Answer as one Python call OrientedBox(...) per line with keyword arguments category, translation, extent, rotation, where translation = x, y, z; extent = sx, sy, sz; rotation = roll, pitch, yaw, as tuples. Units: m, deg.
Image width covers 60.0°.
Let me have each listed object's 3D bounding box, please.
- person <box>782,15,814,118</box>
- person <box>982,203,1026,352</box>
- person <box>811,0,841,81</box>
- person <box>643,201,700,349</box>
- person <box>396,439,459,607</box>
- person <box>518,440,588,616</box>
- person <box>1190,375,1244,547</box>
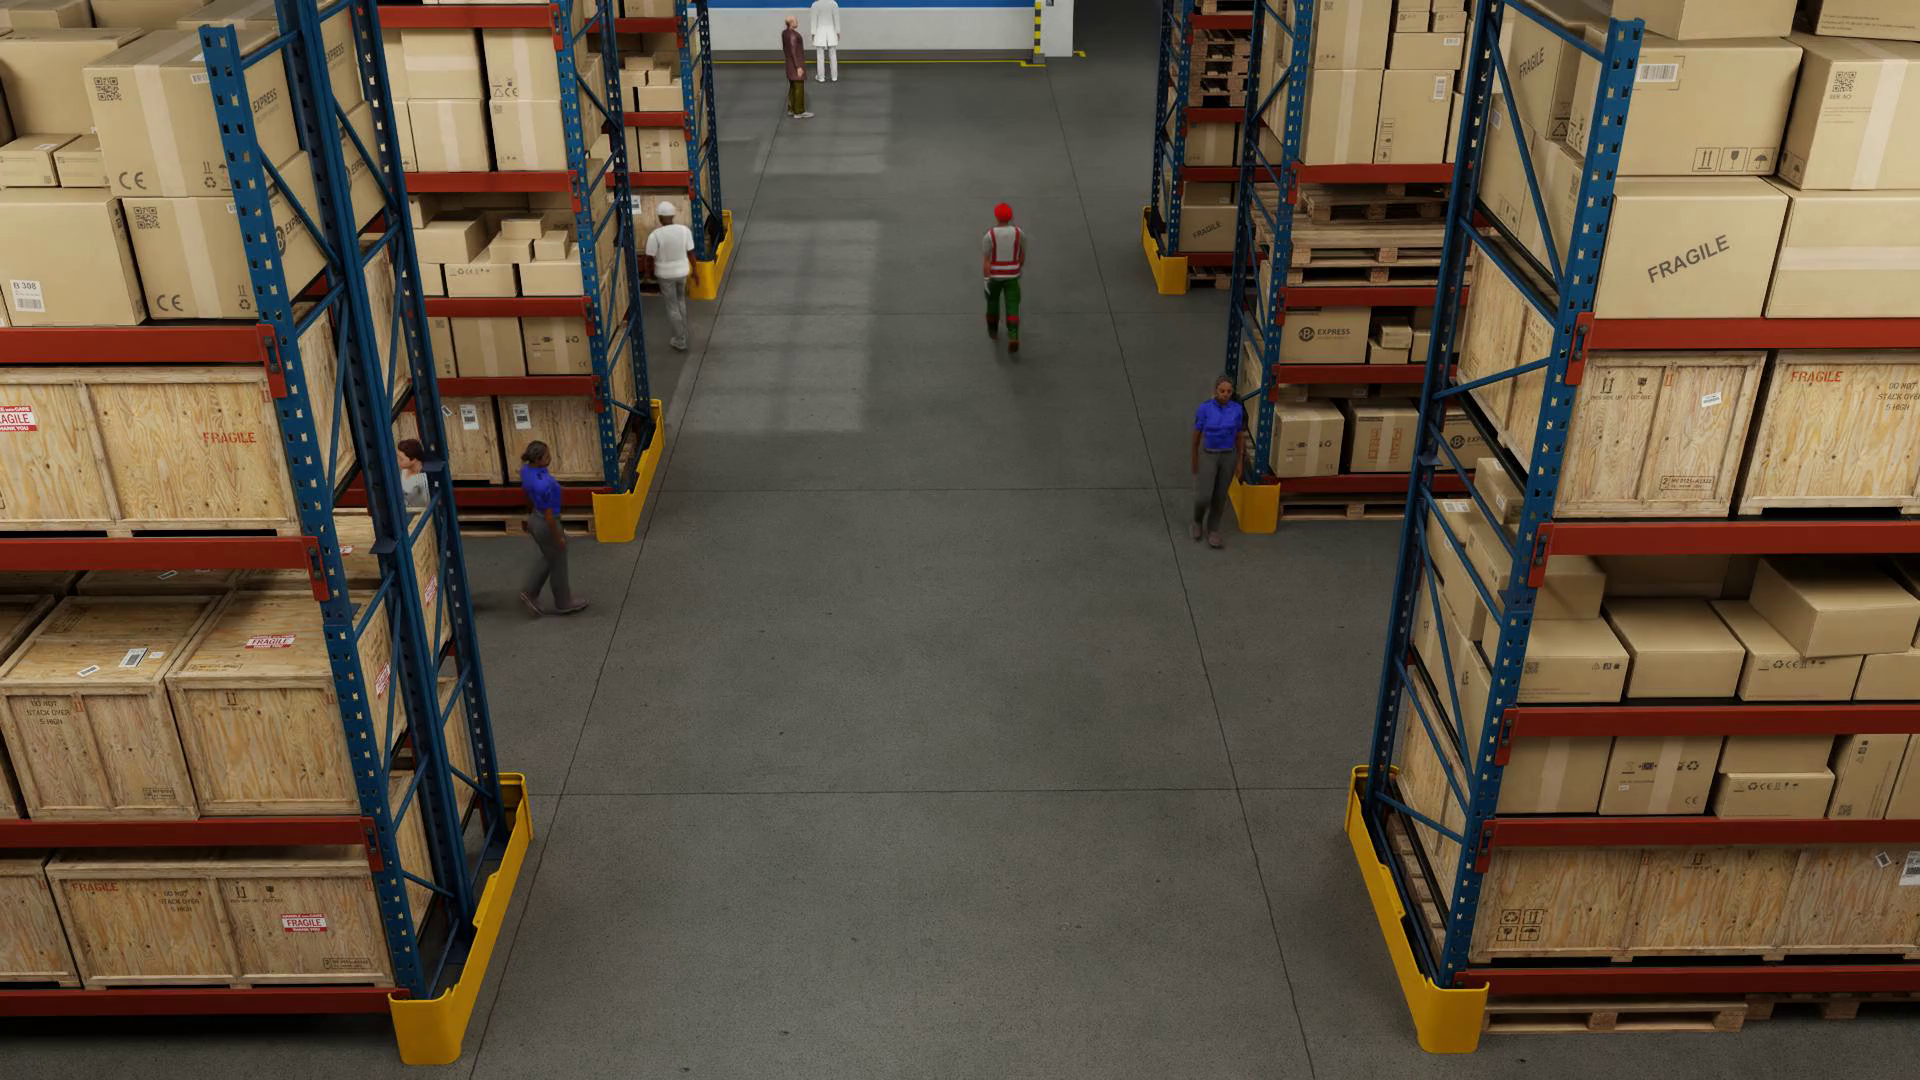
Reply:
OrientedBox(category="person", translation=(-2.889, -8.437, 29.584), extent=(0.417, 1.779, 0.563), rotation=(-13, 31, -23))
OrientedBox(category="person", translation=(0.518, -3.140, 19.739), extent=(0.526, 1.760, 1.033), rotation=(-2, 28, -4))
OrientedBox(category="person", translation=(-2.602, -9.786, 32.091), extent=(0.575, 1.780, 0.404), rotation=(-6, 29, -11))
OrientedBox(category="person", translation=(-3.464, -3.188, 19.790), extent=(0.610, 1.752, 0.651), rotation=(-18, 33, -30))
OrientedBox(category="person", translation=(-4.562, -0.117, 14.196), extent=(0.369, 1.688, 0.478), rotation=(-24, 37, -37))
OrientedBox(category="person", translation=(-3.524, -0.088, 14.192), extent=(0.560, 1.680, 0.465), rotation=(-18, 33, -29))
OrientedBox(category="person", translation=(2.377, -0.715, 15.310), extent=(0.462, 1.654, 0.433), rotation=(-3, 28, -6))
